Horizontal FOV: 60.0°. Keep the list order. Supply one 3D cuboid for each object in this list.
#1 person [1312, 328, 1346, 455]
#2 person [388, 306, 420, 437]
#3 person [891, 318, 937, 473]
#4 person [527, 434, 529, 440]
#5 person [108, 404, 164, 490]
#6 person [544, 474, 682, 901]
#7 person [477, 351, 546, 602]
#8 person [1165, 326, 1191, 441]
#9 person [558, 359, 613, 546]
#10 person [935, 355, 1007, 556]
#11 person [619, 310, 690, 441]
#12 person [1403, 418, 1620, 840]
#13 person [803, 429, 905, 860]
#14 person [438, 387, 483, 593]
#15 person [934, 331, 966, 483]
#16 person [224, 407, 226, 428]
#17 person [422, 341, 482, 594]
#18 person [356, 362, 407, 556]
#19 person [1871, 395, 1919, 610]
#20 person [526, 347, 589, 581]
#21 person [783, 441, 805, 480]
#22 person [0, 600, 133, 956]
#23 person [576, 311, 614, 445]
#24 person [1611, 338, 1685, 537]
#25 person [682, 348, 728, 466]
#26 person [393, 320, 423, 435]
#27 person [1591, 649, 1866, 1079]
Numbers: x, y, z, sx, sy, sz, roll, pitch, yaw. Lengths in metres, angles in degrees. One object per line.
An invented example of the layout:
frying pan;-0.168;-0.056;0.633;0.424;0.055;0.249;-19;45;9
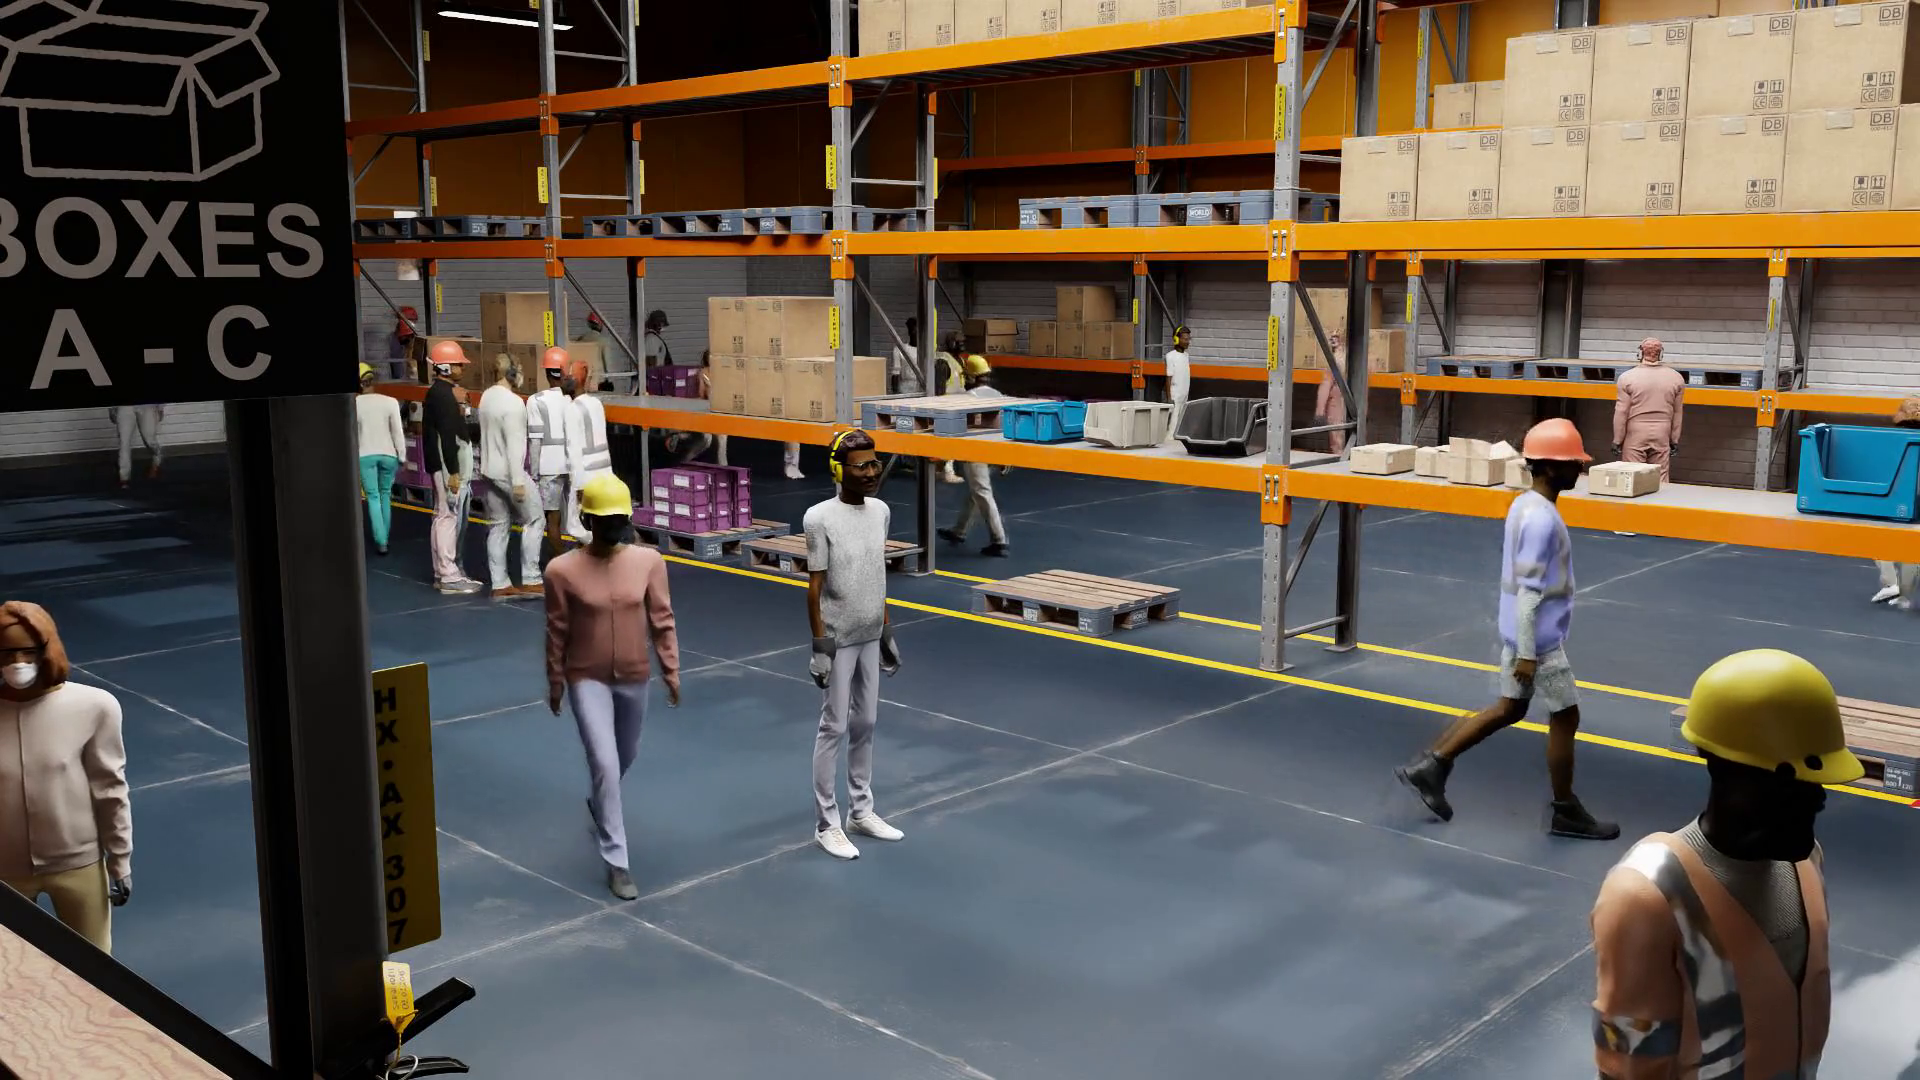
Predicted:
person;4.321;-1.473;19.023;0.469;1.891;0.664;8;12;42
person;-8.007;-2.391;24.219;0.631;2.023;0.426;6;11;31
person;-0.532;-1.825;21.023;0.663;1.951;0.504;-4;10;-21
person;-6.002;-2.182;23.370;0.560;1.892;1.000;-9;13;-43
person;-9.681;-1.568;19.578;0.645;1.905;0.801;-4;10;-21
person;-1.498;0.558;7.065;0.533;1.731;0.873;-5;11;-29
person;-3.392;-0.489;12.845;0.619;1.925;0.662;-8;12;-39
person;2.670;-1.678;20.339;0.312;1.864;0.532;6;11;35
person;-2.832;-0.473;12.948;0.557;1.867;0.574;2;10;13
person;0.120;-0.765;14.997;0.952;1.782;0.607;8;12;39
person;-4.587;-2.476;24.692;1.052;2.000;0.718;-5;11;-29
person;2.508;0.397;7.493;0.891;1.915;0.544;2;9;13
person;-0.461;0.449;7.306;0.329;1.864;0.507;7;12;39
person;-3.985;-0.399;13.206;0.267;1.631;0.509;0;9;-1
person;-0.076;-1.578;19.856;0.453;1.825;0.621;3;10;18
person;-7.350;-1.051;17.246;0.518;1.620;0.548;-1;9;-6
person;-4.046;-0.577;13.186;0.393;1.995;0.612;-4;10;-23
person;-5.284;-0.731;14.966;0.545;1.718;0.854;-6;11;-32
person;7.090;-0.280;12.511;0.525;1.618;0.370;0;9;-1
person;-3.213;-0.581;13.389;0.543;1.939;0.360;-5;11;-29
person;-1.979;-1.663;20.159;0.679;1.887;0.542;-9;13;-43
person;-2.680;0.970;4.846;0.495;1.625;0.285;-4;10;-25
person;-5.294;-2.321;23.961;0.634;1.973;0.692;4;10;24
person;6.543;-0.973;15.891;0.644;1.907;0.399;0;9;2
person;-3.056;-1.526;20.169;0.635;1.621;0.522;6;11;32
person;-6.930;-1.825;21.060;0.398;1.928;0.579;-2;10;-14
person;1.339;1.128;2.946;0.594;1.924;0.383;-7;12;-36
